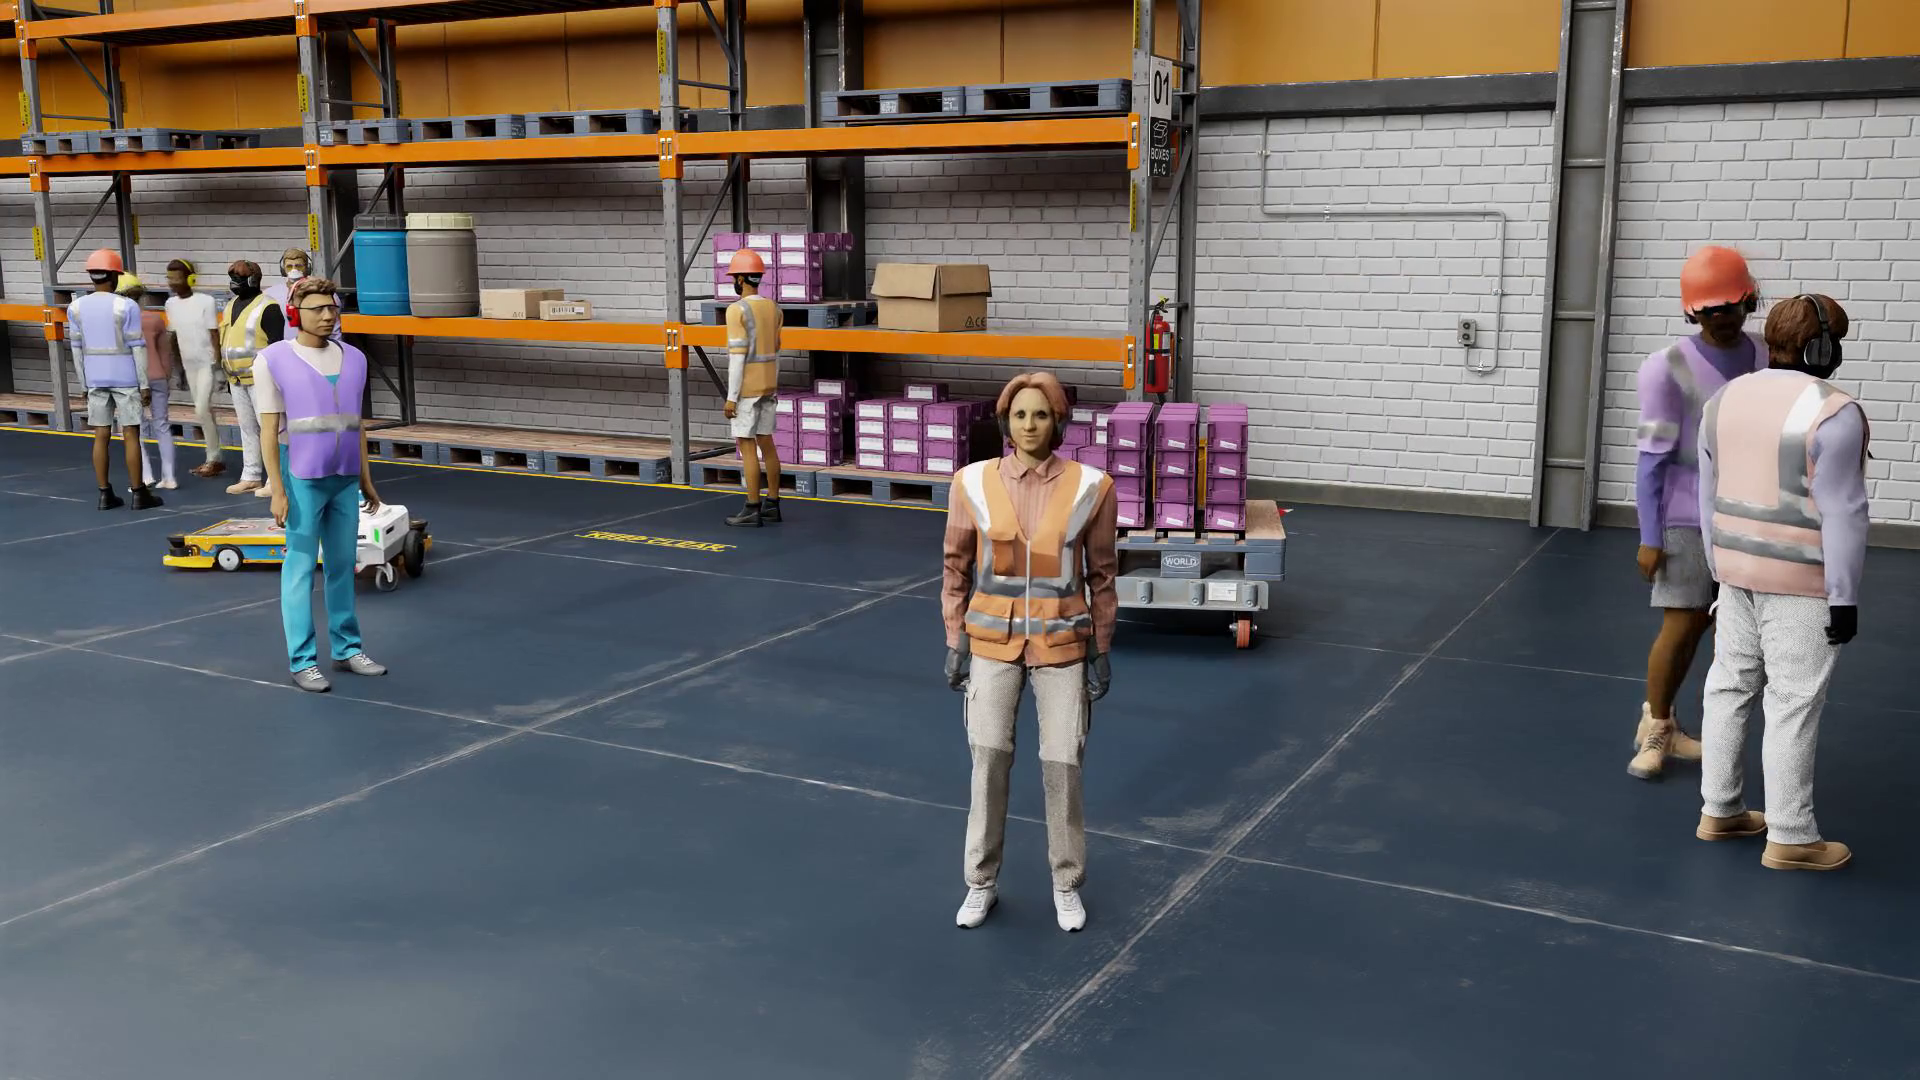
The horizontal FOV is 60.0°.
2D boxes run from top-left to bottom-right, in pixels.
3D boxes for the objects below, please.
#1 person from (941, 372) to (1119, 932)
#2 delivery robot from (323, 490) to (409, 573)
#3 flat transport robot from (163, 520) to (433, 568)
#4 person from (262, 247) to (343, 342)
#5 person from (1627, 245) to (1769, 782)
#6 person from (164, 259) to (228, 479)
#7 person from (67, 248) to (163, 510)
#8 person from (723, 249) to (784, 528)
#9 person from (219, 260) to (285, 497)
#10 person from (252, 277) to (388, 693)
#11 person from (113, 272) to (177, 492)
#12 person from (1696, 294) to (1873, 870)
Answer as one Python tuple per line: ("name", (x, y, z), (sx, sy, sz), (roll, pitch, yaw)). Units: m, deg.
("person", (0.202, 0.337, 4.860), (0.520, 1.649, 0.339), (1, 10, 5))
("delivery robot", (-3.445, -0.047, 9.651), (0.477, 0.478, 0.707), (-1, 10, -5))
("flat transport robot", (-4.103, 0.012, 10.359), (1.431, 0.197, 0.652), (0, 10, 1))
("person", (-5.167, -1.319, 13.082), (0.627, 1.941, 0.371), (-4, 11, -19))
("person", (2.753, -0.089, 6.213), (0.660, 1.992, 0.541), (-4, 11, -23))
("person", (-6.434, -1.430, 14.011), (0.559, 1.831, 0.588), (4, 11, 20))
("person", (-6.266, -1.179, 12.328), (0.544, 1.936, 0.359), (0, 10, 1))
("person", (-1.473, -1.056, 11.642), (0.363, 1.935, 0.553), (6, 12, 29))
("person", (-5.533, -1.257, 13.012), (0.621, 1.845, 0.429), (6, 12, 31))
("person", (-2.893, -0.257, 7.517), (0.390, 1.846, 0.565), (6, 12, 29))
("person", (-6.533, -1.244, 13.244), (0.482, 1.737, 0.531), (6, 12, 30))
("person", (2.671, 0.134, 5.387), (0.429, 1.845, 0.621), (-3, 11, -18))
